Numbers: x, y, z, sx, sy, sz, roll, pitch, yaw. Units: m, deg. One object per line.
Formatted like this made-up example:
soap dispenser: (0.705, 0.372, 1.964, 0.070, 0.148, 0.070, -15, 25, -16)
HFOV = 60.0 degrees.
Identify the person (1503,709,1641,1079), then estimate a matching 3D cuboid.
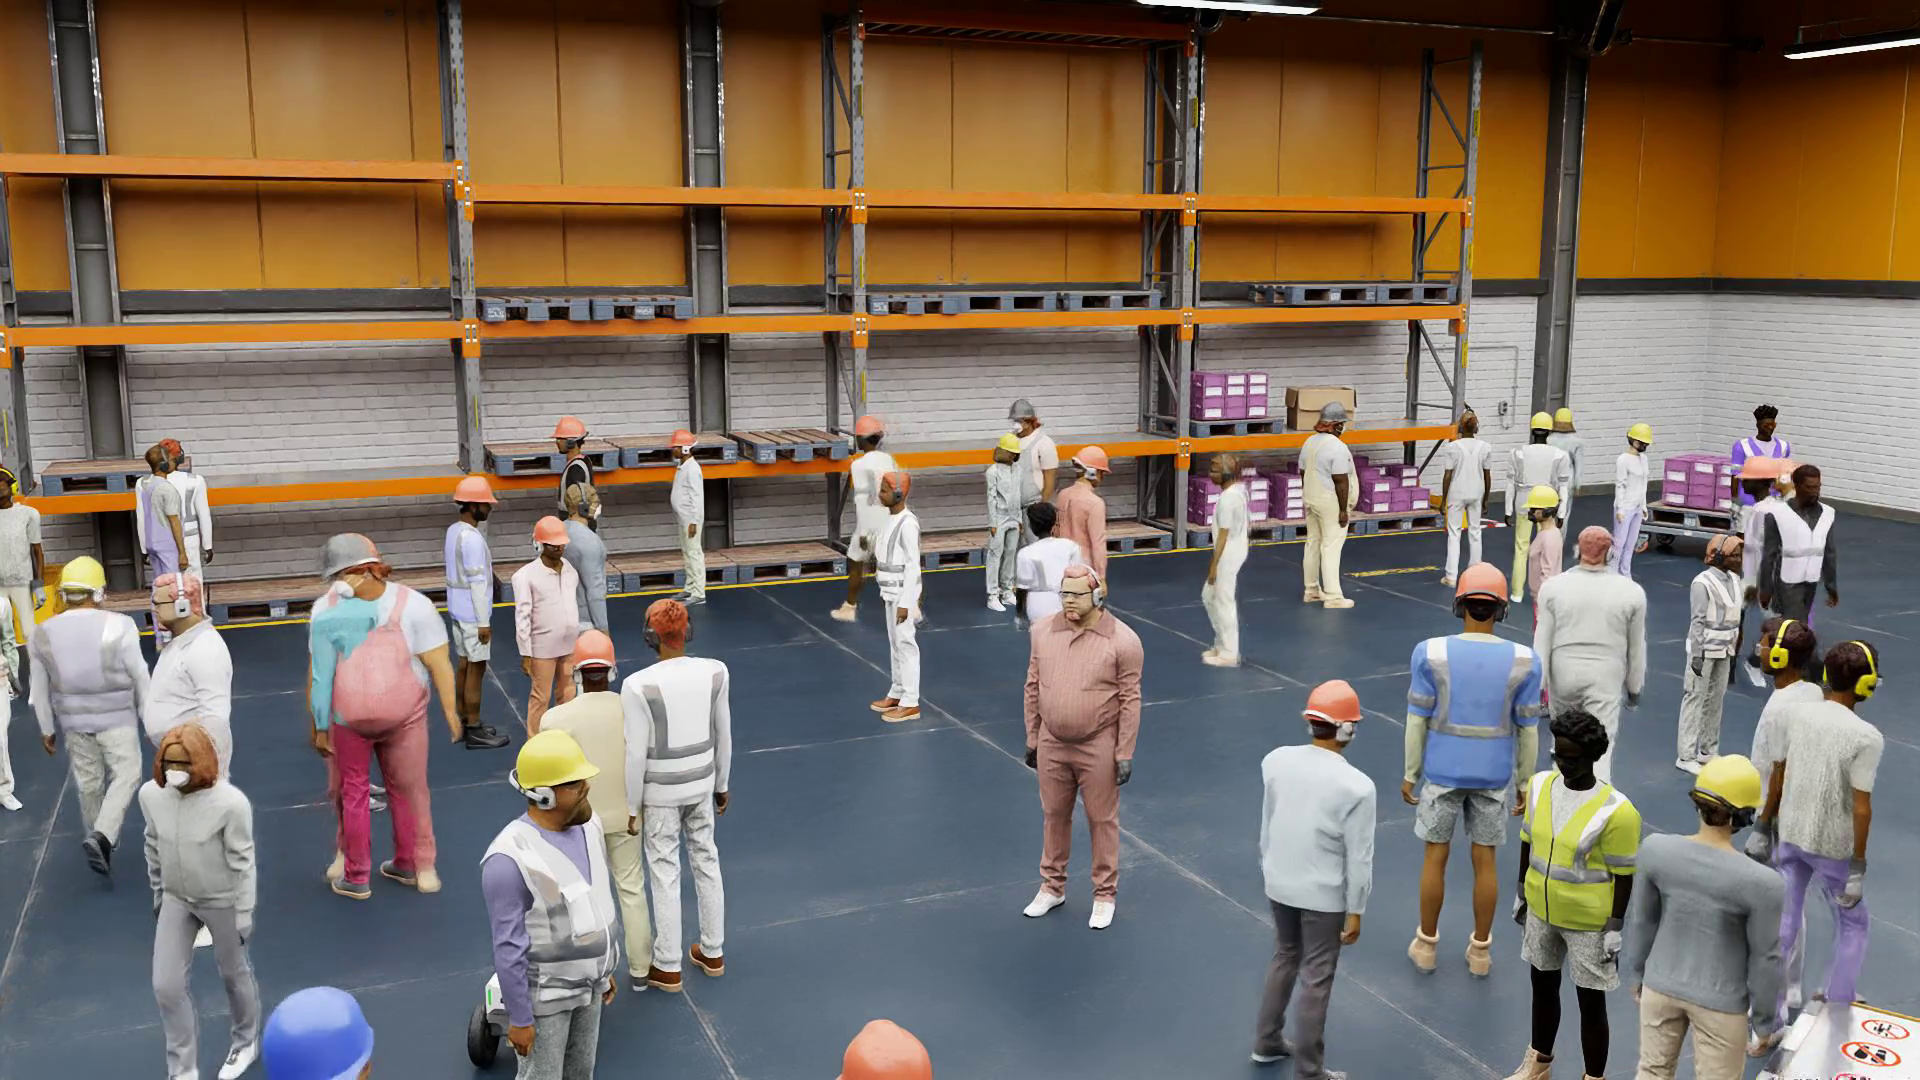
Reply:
person: (2.460, 1.507, 6.721, 0.315, 1.695, 0.541, -6, 12, -31)

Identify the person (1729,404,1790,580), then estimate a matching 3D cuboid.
person: (8.138, -0.403, 16.948, 0.611, 1.965, 0.362, -1, 10, -6)

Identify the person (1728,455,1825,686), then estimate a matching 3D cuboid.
person: (6.499, 0.269, 13.287, 0.932, 1.903, 0.537, 2, 10, 13)

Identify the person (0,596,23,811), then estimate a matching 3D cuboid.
person: (-6.108, 0.913, 10.317, 0.309, 1.636, 0.522, 9, 13, 43)

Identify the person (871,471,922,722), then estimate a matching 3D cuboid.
person: (-0.467, 0.416, 12.474, 0.353, 1.883, 0.572, -3, 10, -16)

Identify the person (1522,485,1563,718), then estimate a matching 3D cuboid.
person: (4.398, 0.460, 12.593, 0.348, 1.758, 0.521, 2, 10, 14)

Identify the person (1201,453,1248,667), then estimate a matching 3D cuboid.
person: (2.170, 0.174, 13.992, 0.484, 1.834, 0.551, 3, 10, 15)

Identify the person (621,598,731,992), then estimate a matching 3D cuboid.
person: (-1.350, 1.203, 7.926, 0.585, 1.885, 0.340, -9, 13, -41)

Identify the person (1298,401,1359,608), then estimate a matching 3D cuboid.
person: (3.680, -0.360, 16.485, 0.536, 2.000, 0.678, -4, 10, -20)

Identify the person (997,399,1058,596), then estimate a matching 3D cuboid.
person: (0.611, -0.414, 16.801, 0.699, 2.000, 0.538, 8, 13, 40)

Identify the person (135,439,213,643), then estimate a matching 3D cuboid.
person: (-6.865, 0.051, 14.571, 0.586, 1.882, 0.340, -3, 10, -19)

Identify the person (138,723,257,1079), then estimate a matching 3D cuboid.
person: (-3.142, 1.525, 6.862, 0.517, 1.596, 0.643, 1, 10, 6)

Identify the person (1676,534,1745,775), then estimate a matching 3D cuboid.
person: (5.056, 0.766, 11.188, 0.514, 1.634, 0.312, -7, 12, -36)

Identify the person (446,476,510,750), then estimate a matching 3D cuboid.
person: (-3.427, 0.508, 11.790, 0.377, 1.932, 0.552, -6, 12, -32)

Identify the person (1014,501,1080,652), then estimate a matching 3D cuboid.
person: (0.615, 0.540, 12.337, 0.547, 1.667, 0.623, -6, 12, -31)

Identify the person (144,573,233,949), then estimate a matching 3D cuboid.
person: (-3.901, 1.103, 8.444, 0.407, 1.906, 0.655, -7, 12, -34)

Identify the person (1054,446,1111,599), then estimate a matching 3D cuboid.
person: (0.990, 0.245, 13.167, 0.408, 1.982, 0.616, -5, 11, -27)

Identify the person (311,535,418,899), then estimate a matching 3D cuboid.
person: (-3.239, 0.954, 9.081, 0.406, 1.987, 0.615, 9, 13, 42)

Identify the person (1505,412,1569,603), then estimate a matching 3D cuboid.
person: (5.740, -0.315, 16.598, 0.586, 1.919, 0.401, 3, 10, 19)

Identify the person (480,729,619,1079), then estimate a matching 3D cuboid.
person: (-1.421, 1.573, 5.937, 0.404, 1.837, 0.588, 4, 10, 19)

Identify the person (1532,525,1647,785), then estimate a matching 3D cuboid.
person: (3.810, 0.839, 10.100, 0.647, 1.860, 0.959, 4, 10, 20)

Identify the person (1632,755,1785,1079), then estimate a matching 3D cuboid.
person: (2.645, 1.618, 5.923, 0.350, 1.757, 0.538, -9, 13, -41)

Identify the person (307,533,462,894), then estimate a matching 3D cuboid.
person: (-3.135, 0.921, 9.108, 0.851, 2.000, 0.591, -1, 10, -6)

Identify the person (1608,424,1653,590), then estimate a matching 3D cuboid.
person: (6.903, -0.320, 17.075, 0.524, 1.759, 0.328, -8, 13, -39)

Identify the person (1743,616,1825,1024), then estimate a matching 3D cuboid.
person: (3.726, 1.270, 7.592, 0.310, 1.869, 0.531, 9, 14, 43)

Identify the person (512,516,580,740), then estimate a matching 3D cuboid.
person: (-2.725, 0.701, 11.201, 0.333, 1.749, 0.575, 7, 12, 36)

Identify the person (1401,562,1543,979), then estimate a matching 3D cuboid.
person: (2.458, 1.113, 8.044, 0.619, 2.029, 0.409, 1, 10, 8)

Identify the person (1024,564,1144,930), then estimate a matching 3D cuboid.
person: (0.615, 1.064, 8.670, 0.641, 1.908, 0.407, 5, 11, 26)

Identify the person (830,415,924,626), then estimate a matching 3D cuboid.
person: (-0.758, -0.166, 15.531, 1.045, 1.994, 0.620, 7, 12, 37)

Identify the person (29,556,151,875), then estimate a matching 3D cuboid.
person: (-4.876, 0.996, 9.346, 0.615, 1.808, 0.672, -1, 10, -6)

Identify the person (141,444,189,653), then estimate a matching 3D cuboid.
person: (-6.886, 0.088, 14.471, 0.508, 1.847, 0.345, 7, 12, 36)

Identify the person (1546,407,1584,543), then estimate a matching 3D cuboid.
person: (6.901, -0.660, 19.135, 0.490, 1.726, 0.636, 2, 10, 14)

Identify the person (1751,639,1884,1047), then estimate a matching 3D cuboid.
person: (3.809, 1.336, 7.301, 0.693, 1.843, 0.553, -5, 11, -27)

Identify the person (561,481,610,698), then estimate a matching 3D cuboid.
person: (-2.605, 0.557, 11.499, 0.371, 1.940, 0.627, -8, 13, -38)

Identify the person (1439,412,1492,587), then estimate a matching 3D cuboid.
person: (5.275, -0.418, 17.383, 0.515, 1.844, 0.333, 0, 10, -1)

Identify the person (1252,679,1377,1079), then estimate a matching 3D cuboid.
person: (1.500, 1.444, 7.000, 0.448, 1.730, 0.572, -9, 13, -41)

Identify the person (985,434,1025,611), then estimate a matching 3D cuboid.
person: (0.459, -0.180, 16.331, 0.305, 1.737, 0.484, 8, 13, 40)

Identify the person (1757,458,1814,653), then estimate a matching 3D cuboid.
person: (7.288, 0.142, 14.541, 0.538, 1.714, 0.593, 1, 10, 7)

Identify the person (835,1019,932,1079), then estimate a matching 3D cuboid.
person: (-0.162, 1.968, 3.900, 0.573, 1.749, 0.342, -8, 13, -38)

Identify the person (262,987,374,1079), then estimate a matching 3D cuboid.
person: (-1.347, 1.899, 3.806, 0.639, 1.937, 0.413, -7, 12, -36)

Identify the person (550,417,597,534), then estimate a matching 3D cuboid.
person: (-3.444, -0.083, 14.881, 0.377, 2.045, 0.605, -1, 10, -7)

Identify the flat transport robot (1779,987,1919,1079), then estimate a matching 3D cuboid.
flat transport robot: (3.689, 2.212, 6.762, 0.652, 0.197, 1.431, 8, 13, 38)

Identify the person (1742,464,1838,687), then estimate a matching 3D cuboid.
person: (6.529, 0.321, 13.049, 0.606, 1.882, 0.946, -3, 10, -16)

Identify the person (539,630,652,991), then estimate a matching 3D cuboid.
person: (-1.694, 1.285, 7.842, 0.573, 1.746, 0.345, -4, 11, -24)

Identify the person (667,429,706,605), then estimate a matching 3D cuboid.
person: (-2.725, -0.229, 16.559, 0.341, 1.752, 0.563, -4, 11, -21)

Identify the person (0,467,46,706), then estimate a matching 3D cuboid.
person: (-7.338, 0.362, 12.838, 0.508, 1.865, 0.329, -2, 10, -9)

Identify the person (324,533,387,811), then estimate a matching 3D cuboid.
person: (-3.809, 0.824, 10.492, 0.326, 1.752, 0.560, -3, 10, -14)
